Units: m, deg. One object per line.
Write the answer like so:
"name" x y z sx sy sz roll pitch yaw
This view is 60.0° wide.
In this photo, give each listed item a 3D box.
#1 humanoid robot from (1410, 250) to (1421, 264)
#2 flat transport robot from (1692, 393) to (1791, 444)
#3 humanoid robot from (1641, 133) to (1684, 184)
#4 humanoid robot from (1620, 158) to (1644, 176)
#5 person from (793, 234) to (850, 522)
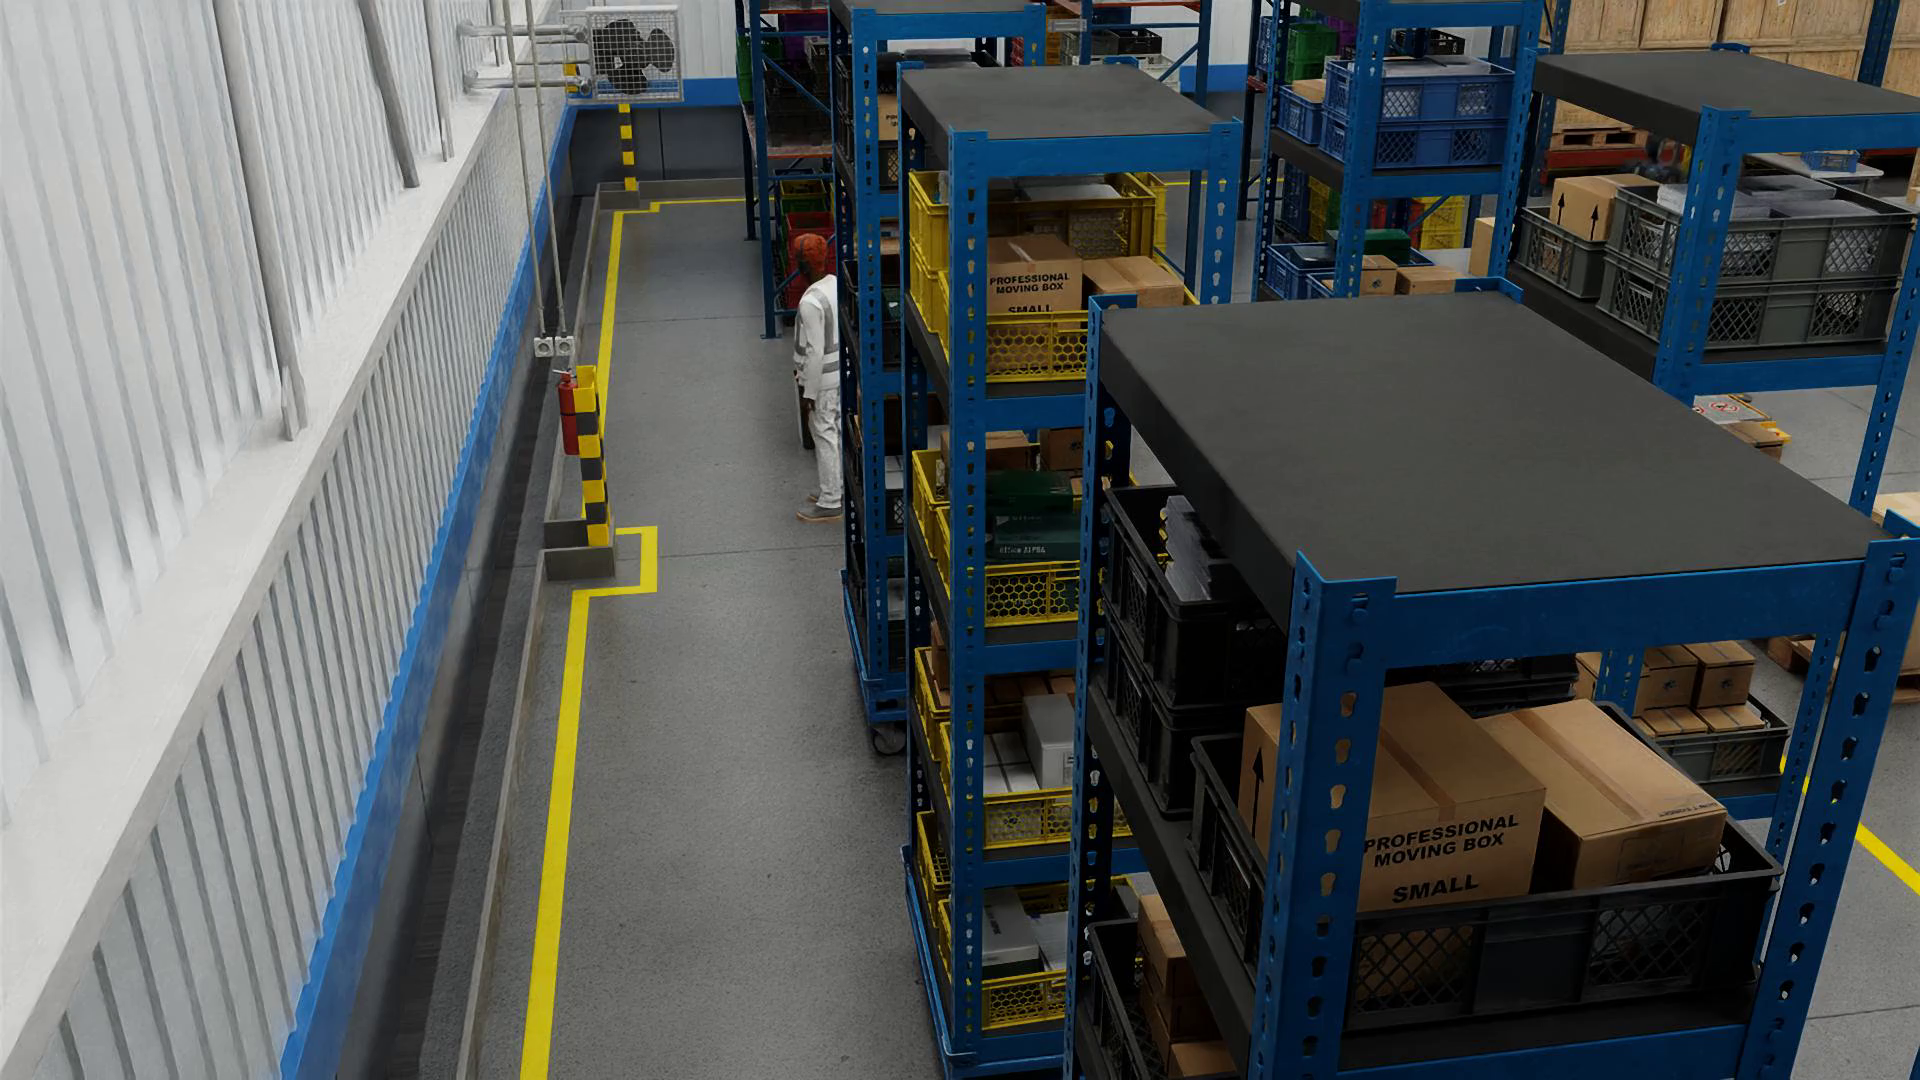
"humanoid robot" 2.925 -1.106 11.014 0.582 1.652 0.337 8 26 16
"flat transport robot" 5.224 -0.859 12.132 1.431 0.197 0.652 -4 25 -8
"humanoid robot" 6.013 -2.733 14.582 0.565 1.631 0.699 11 27 23
"humanoid robot" 5.341 -2.275 13.538 0.314 1.661 0.608 -15 28 -29
"person" -0.888 -1.024 10.595 0.362 1.882 0.574 6 25 12
